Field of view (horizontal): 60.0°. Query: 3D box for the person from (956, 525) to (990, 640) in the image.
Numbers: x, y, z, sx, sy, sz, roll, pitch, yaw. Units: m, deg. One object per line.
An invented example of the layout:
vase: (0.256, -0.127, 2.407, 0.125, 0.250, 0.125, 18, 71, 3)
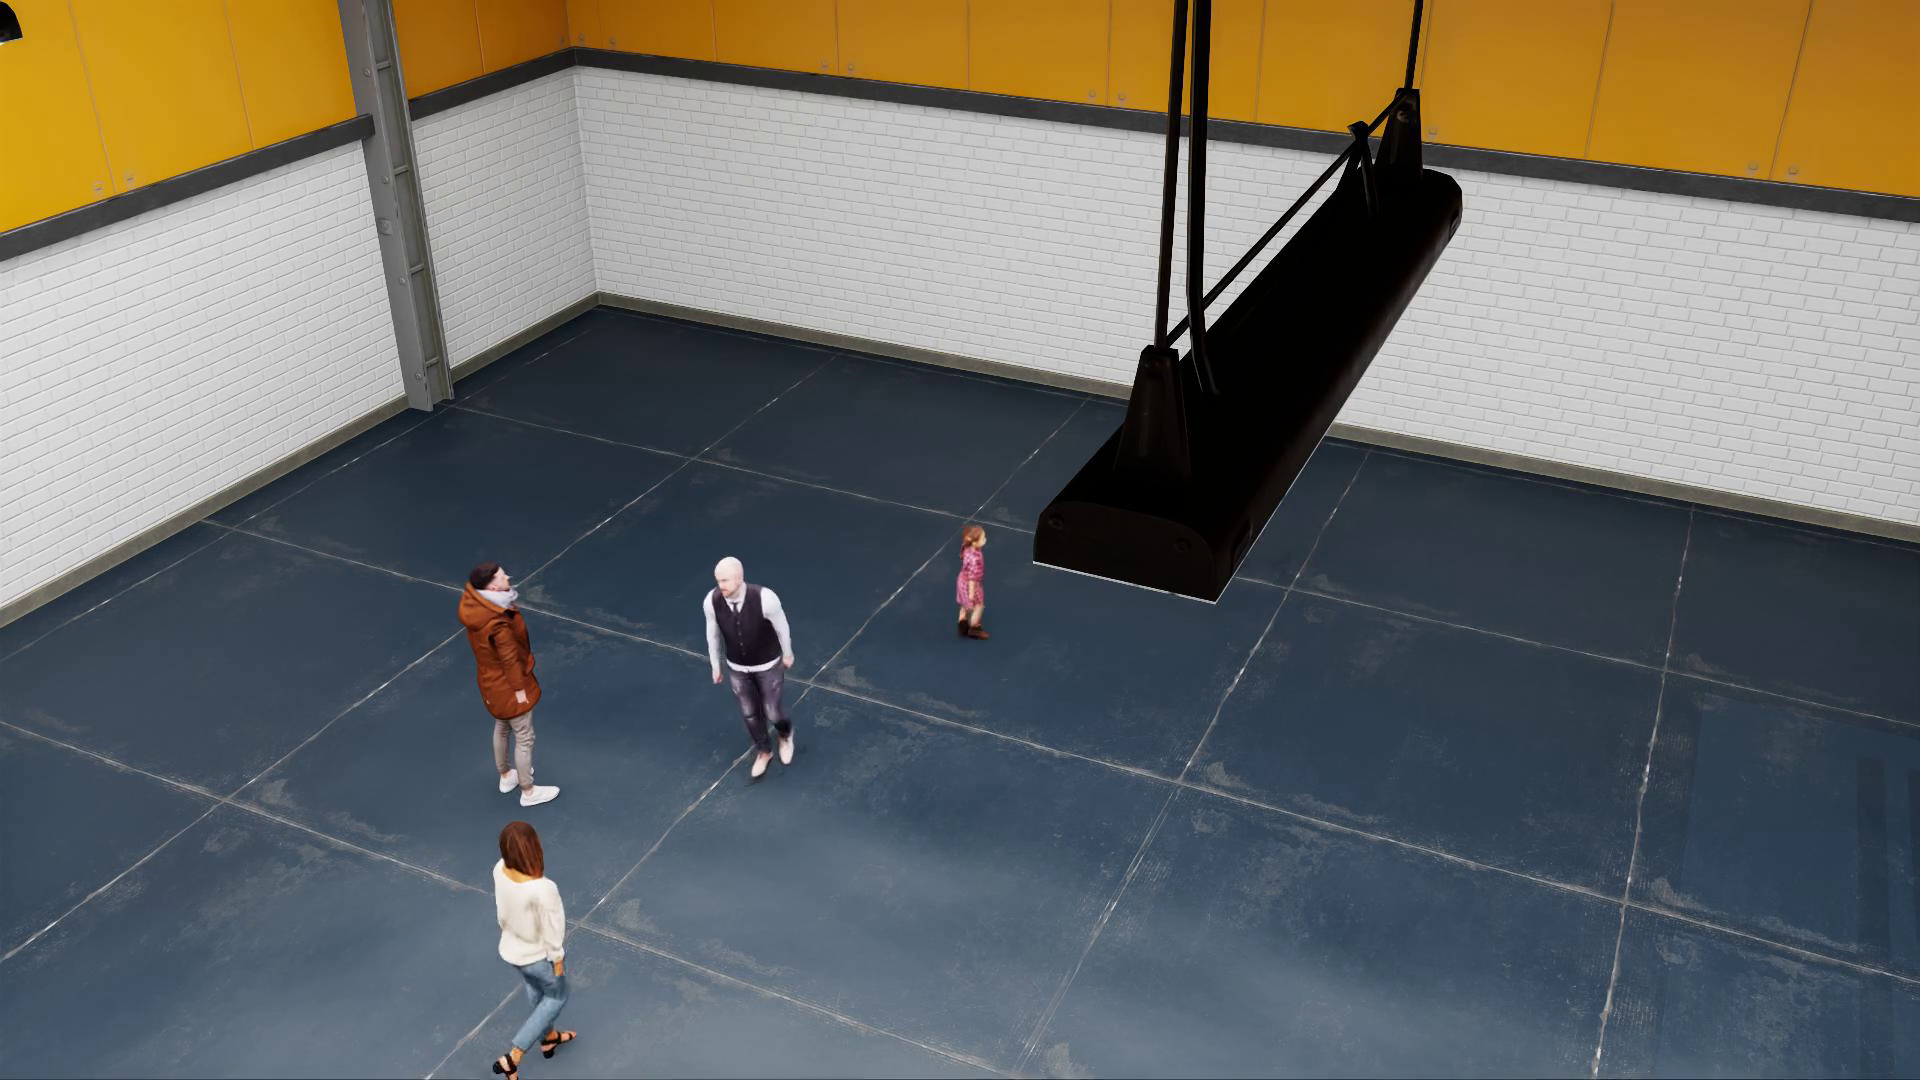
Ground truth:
person: (0.040, 0.332, 13.231, 0.579, 1.015, 0.513, -7, 29, -12)

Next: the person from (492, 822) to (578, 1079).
person: (-2.377, 2.265, 9.009, 0.728, 1.664, 0.897, 20, 34, 32)

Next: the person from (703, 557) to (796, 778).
person: (-1.400, 0.845, 11.482, 0.823, 1.790, 0.883, 1, 29, 2)

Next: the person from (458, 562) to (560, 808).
person: (-3.068, 0.961, 11.218, 0.833, 1.839, 0.816, -24, 37, -37)
